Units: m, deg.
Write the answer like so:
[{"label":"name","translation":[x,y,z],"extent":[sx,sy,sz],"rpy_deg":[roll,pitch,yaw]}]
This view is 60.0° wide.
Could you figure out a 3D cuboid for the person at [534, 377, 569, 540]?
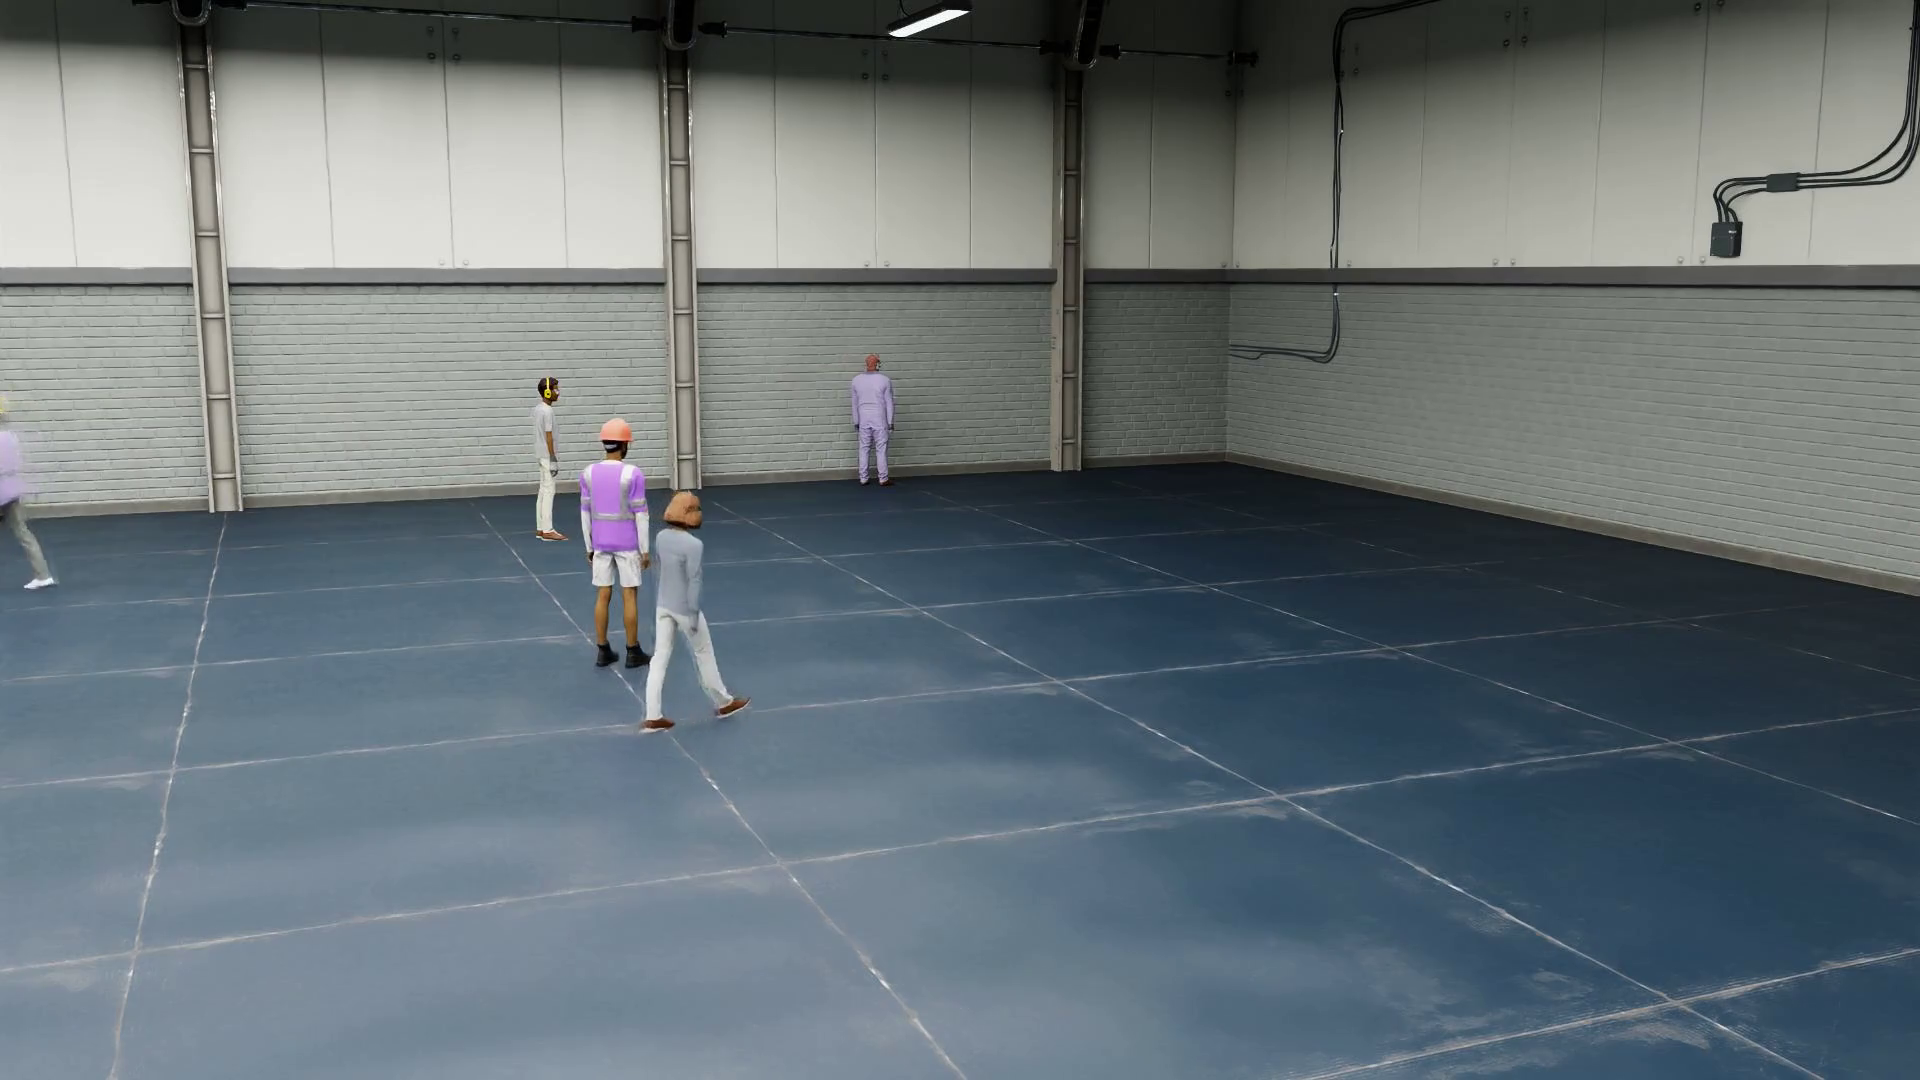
[{"label":"person","translation":[-4.725,-0.928,19.098],"extent":[0.315,1.864,0.528],"rpy_deg":[-5,10,-27]}]

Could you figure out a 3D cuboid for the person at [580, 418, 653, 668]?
[{"label":"person","translation":[-2.646,0.025,12.894],"extent":[0.551,1.932,0.378],"rpy_deg":[3,9,16]}]

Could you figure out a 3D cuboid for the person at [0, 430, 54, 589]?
[{"label":"person","translation":[-9.253,-0.432,15.974],"extent":[1.009,1.870,0.608],"rpy_deg":[0,9,2]}]

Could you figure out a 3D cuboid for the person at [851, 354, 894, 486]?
[{"label":"person","translation":[-1.236,-1.720,23.940],"extent":[0.642,1.909,0.408],"rpy_deg":[3,10,18]}]

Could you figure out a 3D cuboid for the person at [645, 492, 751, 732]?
[{"label":"person","translation":[-1.816,0.463,11.189],"extent":[0.515,1.589,0.833],"rpy_deg":[8,12,40]}]
